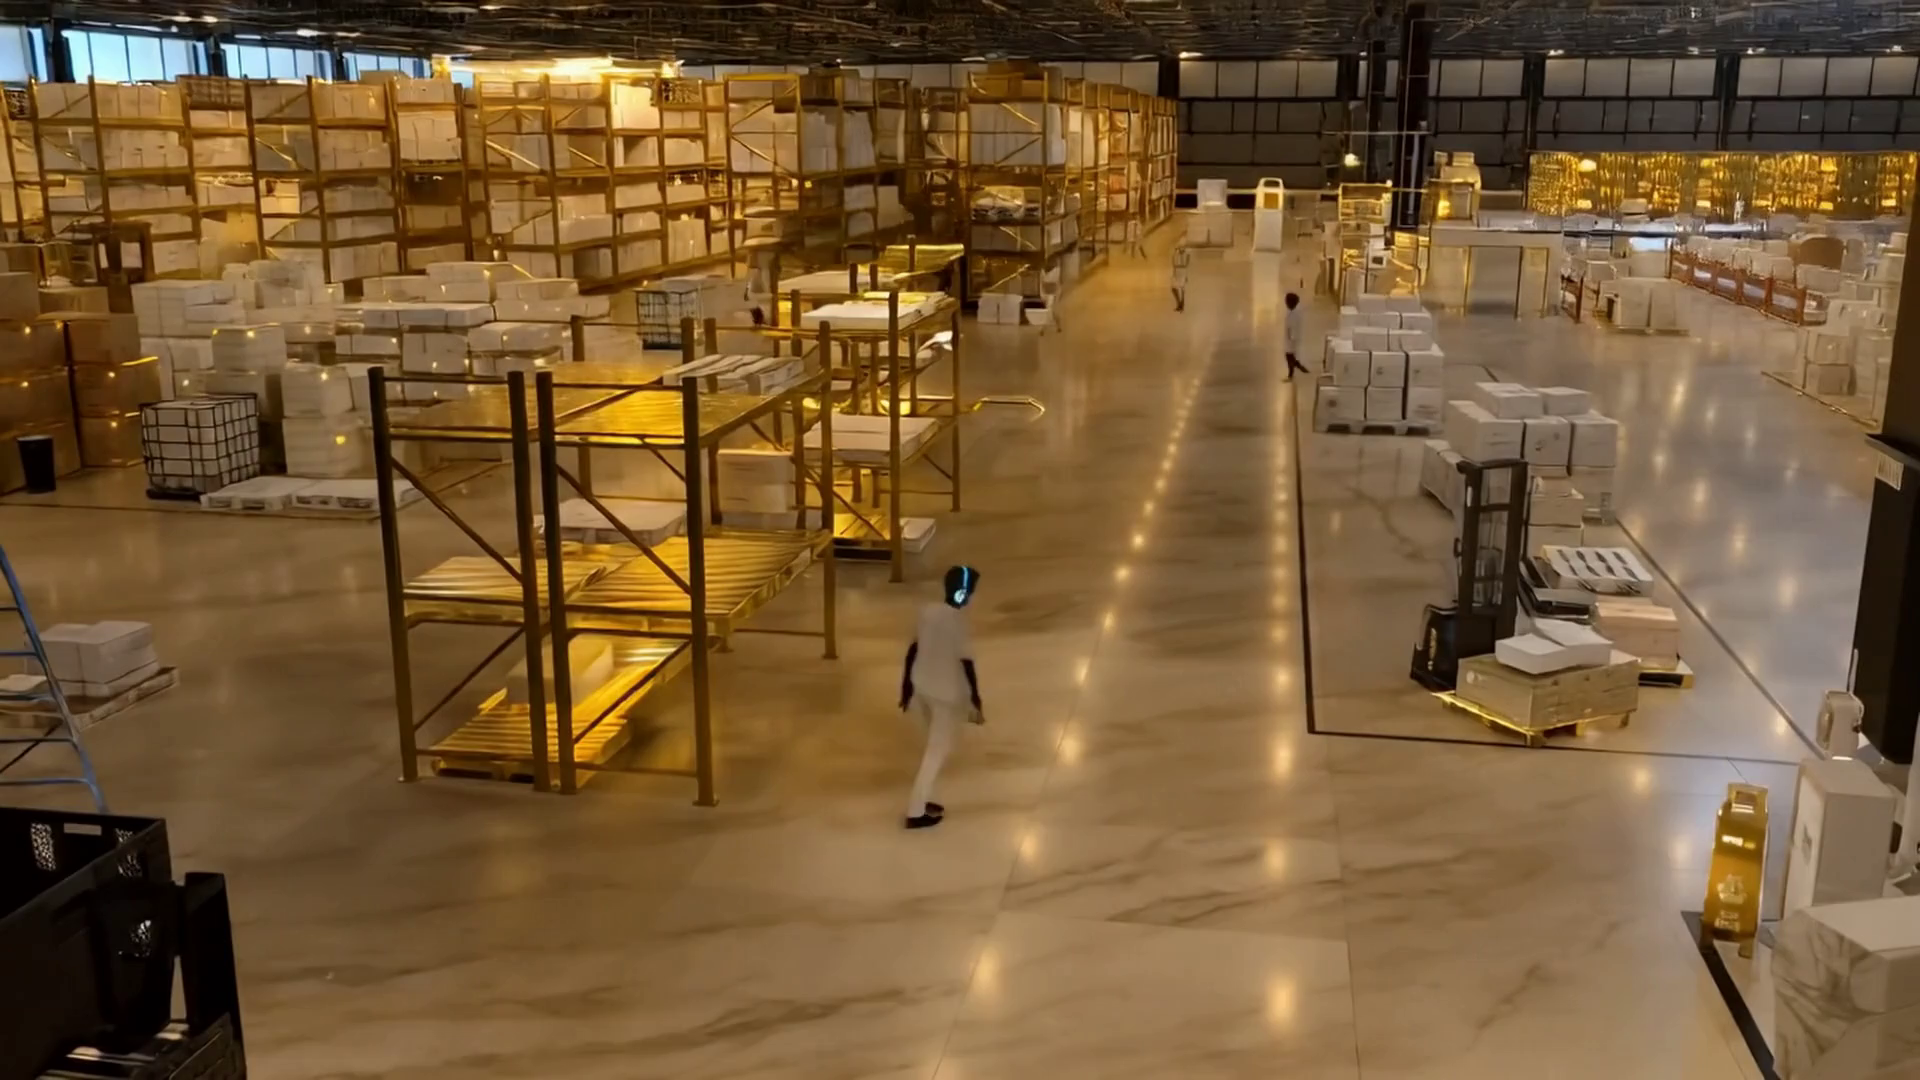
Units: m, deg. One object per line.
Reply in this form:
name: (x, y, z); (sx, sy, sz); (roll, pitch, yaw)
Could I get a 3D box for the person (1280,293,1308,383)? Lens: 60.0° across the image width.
person: (6.178, -3.735, 30.822); (0.409, 1.677, 0.549); (6, 15, 24)

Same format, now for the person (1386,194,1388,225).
person: (21.208, -16.305, 81.805); (0.779, 1.715, 0.578); (-6, 15, -24)

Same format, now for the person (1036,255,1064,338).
person: (2.106, -5.588, 38.020); (0.579, 1.863, 1.055); (12, 18, 40)

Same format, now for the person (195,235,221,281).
person: (-20.350, -7.316, 45.001); (0.676, 1.852, 0.976); (-2, 14, -9)

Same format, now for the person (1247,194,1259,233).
person: (13.379, -14.736, 75.232); (0.671, 1.810, 0.605); (3, 14, 14)

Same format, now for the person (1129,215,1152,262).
person: (6.453, -10.785, 59.493); (0.867, 1.651, 0.545); (-4, 14, -17)

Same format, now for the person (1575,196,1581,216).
person: (29.839, -15.997, 80.333); (0.838, 1.820, 0.570); (-2, 14, -9)

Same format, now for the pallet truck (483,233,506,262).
pallet truck: (-11.832, -7.026, 43.548); (1.885, 1.965, 0.823); (8, 16, 28)

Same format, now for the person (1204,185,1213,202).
person: (13.322, -18.271, 89.427); (0.660, 1.886, 0.545); (-10, 17, -36)

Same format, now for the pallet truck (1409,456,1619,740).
pallet truck: (4.504, 0.400, 13.395); (0.823, 1.965, 1.885); (-6, 15, -23)

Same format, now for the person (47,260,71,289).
person: (-18.641, -4.788, 34.467); (0.380, 1.995, 0.611); (2, 14, 10)

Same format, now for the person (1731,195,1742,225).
person: (33.950, -14.124, 72.641); (0.495, 1.875, 0.655); (2, 14, 8)

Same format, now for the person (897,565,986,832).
person: (-0.148, 1.056, 11.088); (0.544, 1.820, 0.556); (-13, 19, -43)

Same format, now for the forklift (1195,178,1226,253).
forklift: (9.678, -12.478, 63.863); (1.129, 2.768, 1.873); (3, 14, 10)

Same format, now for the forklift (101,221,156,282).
forklift: (-16.772, -5.071, 33.793); (1.129, 2.768, 1.873); (3, 14, 10)

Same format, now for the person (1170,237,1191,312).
person: (5.703, -6.882, 43.121); (0.569, 1.917, 0.414); (10, 17, 36)

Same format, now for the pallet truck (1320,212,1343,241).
pallet truck: (15.874, -13.227, 70.310); (0.680, 1.201, 1.601); (10, 17, 35)

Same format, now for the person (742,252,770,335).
person: (-4.572, -5.581, 37.825); (0.896, 1.940, 0.623); (11, 18, 37)

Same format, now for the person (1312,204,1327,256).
person: (13.481, -11.638, 62.398); (0.630, 1.928, 0.438); (10, 17, 35)

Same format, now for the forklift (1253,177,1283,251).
forklift: (12.083, -12.747, 64.956); (1.129, 2.768, 1.873); (3, 14, 10)

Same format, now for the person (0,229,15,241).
person: (-29.972, -8.984, 52.318); (0.733, 1.605, 0.526); (7, 15, 26)

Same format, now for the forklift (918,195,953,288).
forklift: (-0.705, -8.414, 47.366); (1.129, 2.768, 1.873); (3, 14, 10)
